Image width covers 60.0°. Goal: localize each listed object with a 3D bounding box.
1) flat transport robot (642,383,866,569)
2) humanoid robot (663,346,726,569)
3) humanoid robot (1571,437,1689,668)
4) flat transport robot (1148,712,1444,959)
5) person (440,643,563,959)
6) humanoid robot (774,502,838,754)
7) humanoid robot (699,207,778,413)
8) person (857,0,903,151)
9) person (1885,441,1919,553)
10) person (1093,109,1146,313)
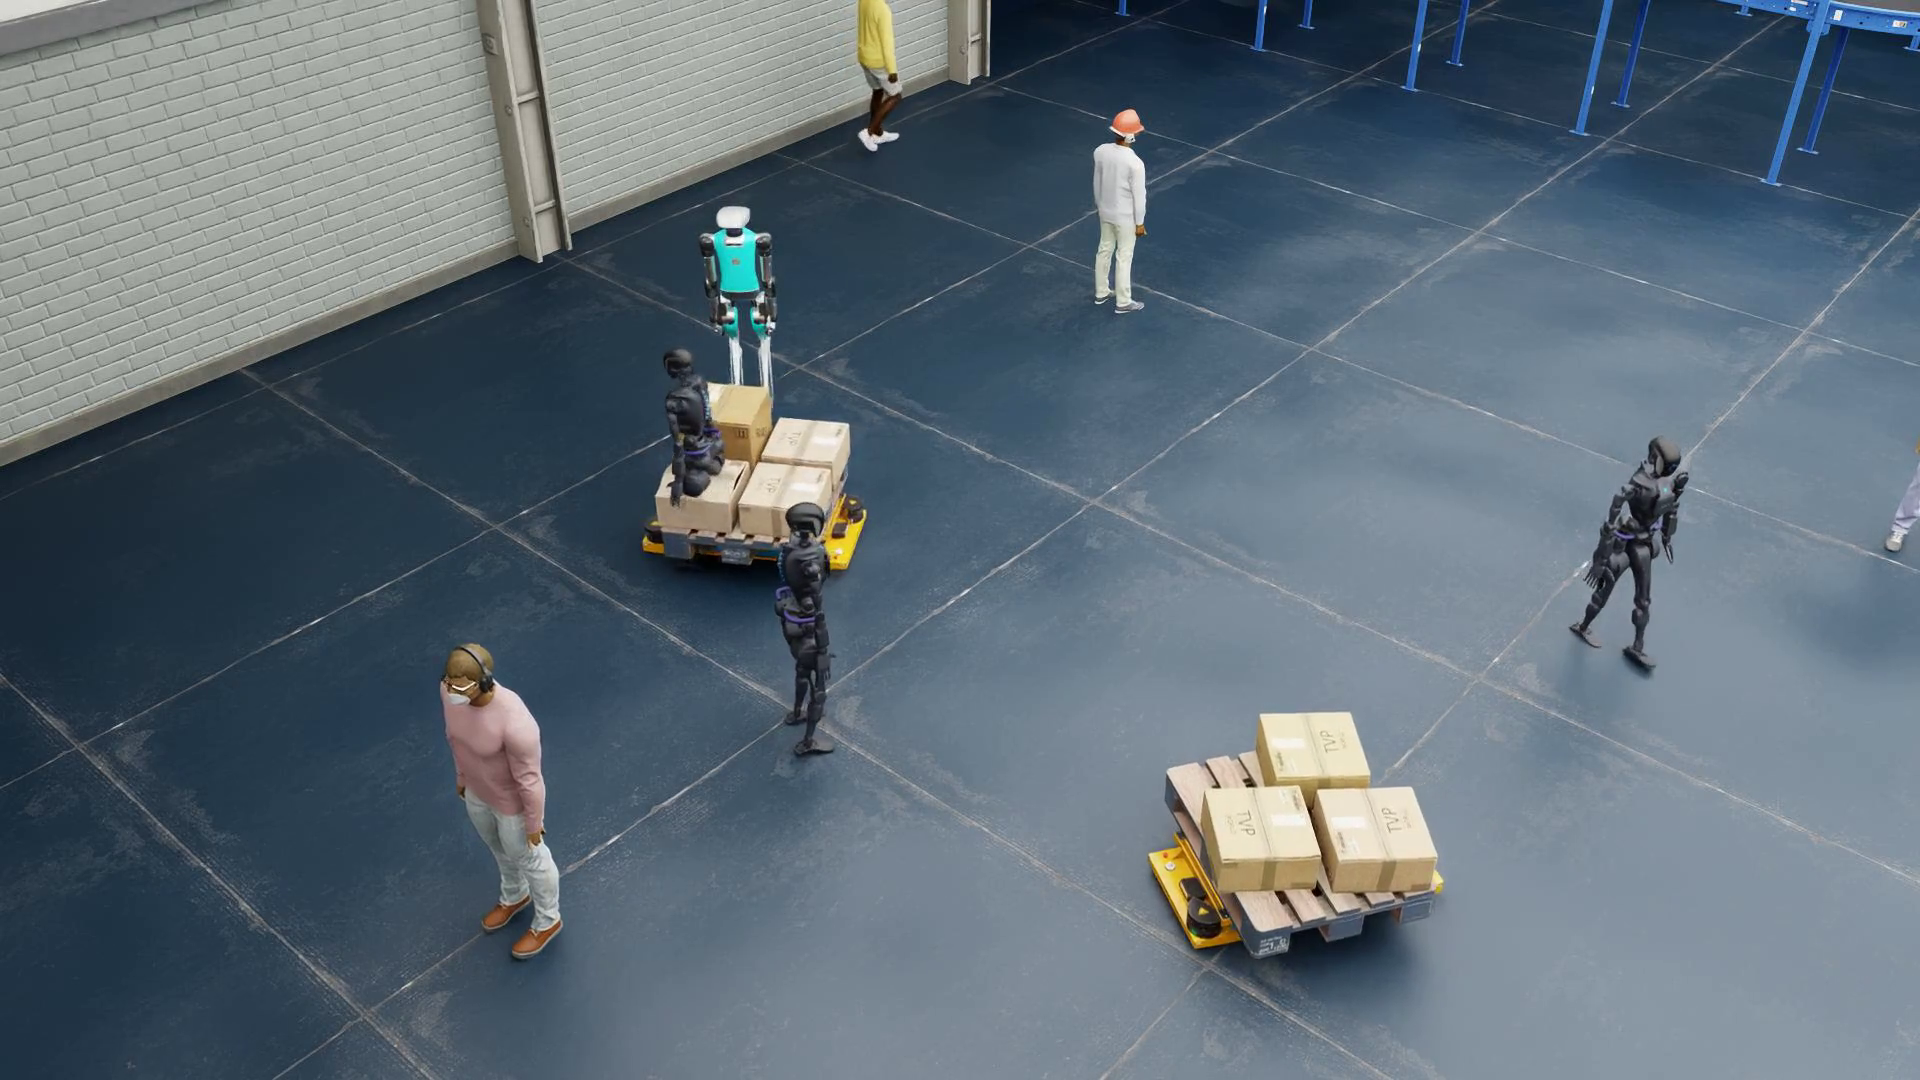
[{"bbox_3d":[-1.418,-0.108,11.539,1.431,0.231,0.659,5,36,7],"label":"flat transport robot"},{"bbox_3d":[-1.746,-0.520,10.907,0.471,1.642,0.616,12,37,16],"label":"humanoid robot"},{"bbox_3d":[4.124,0.050,10.121,0.613,1.628,0.604,-14,38,-19],"label":"humanoid robot"},{"bbox_3d":[1.795,1.747,8.935,1.431,0.231,0.659,-10,37,-13],"label":"flat transport robot"},{"bbox_3d":[-2.257,1.264,8.188,0.627,1.935,0.381,25,43,31],"label":"person"},{"bbox_3d":[-0.878,0.477,9.507,0.330,1.649,0.590,-12,37,-16],"label":"humanoid robot"},{"bbox_3d":[-1.626,-1.782,12.600,0.530,1.752,0.703,0,35,-1],"label":"humanoid robot"},{"bbox_3d":[-0.838,-4.828,16.778,0.595,1.879,0.591,-20,40,-25],"label":"person"},{"bbox_3d":[6.636,-0.680,10.994,0.558,1.837,0.379,17,39,23],"label":"person"},{"bbox_3d":[1.358,-2.767,13.991,0.325,1.752,0.562,-25,43,-31],"label":"person"}]
